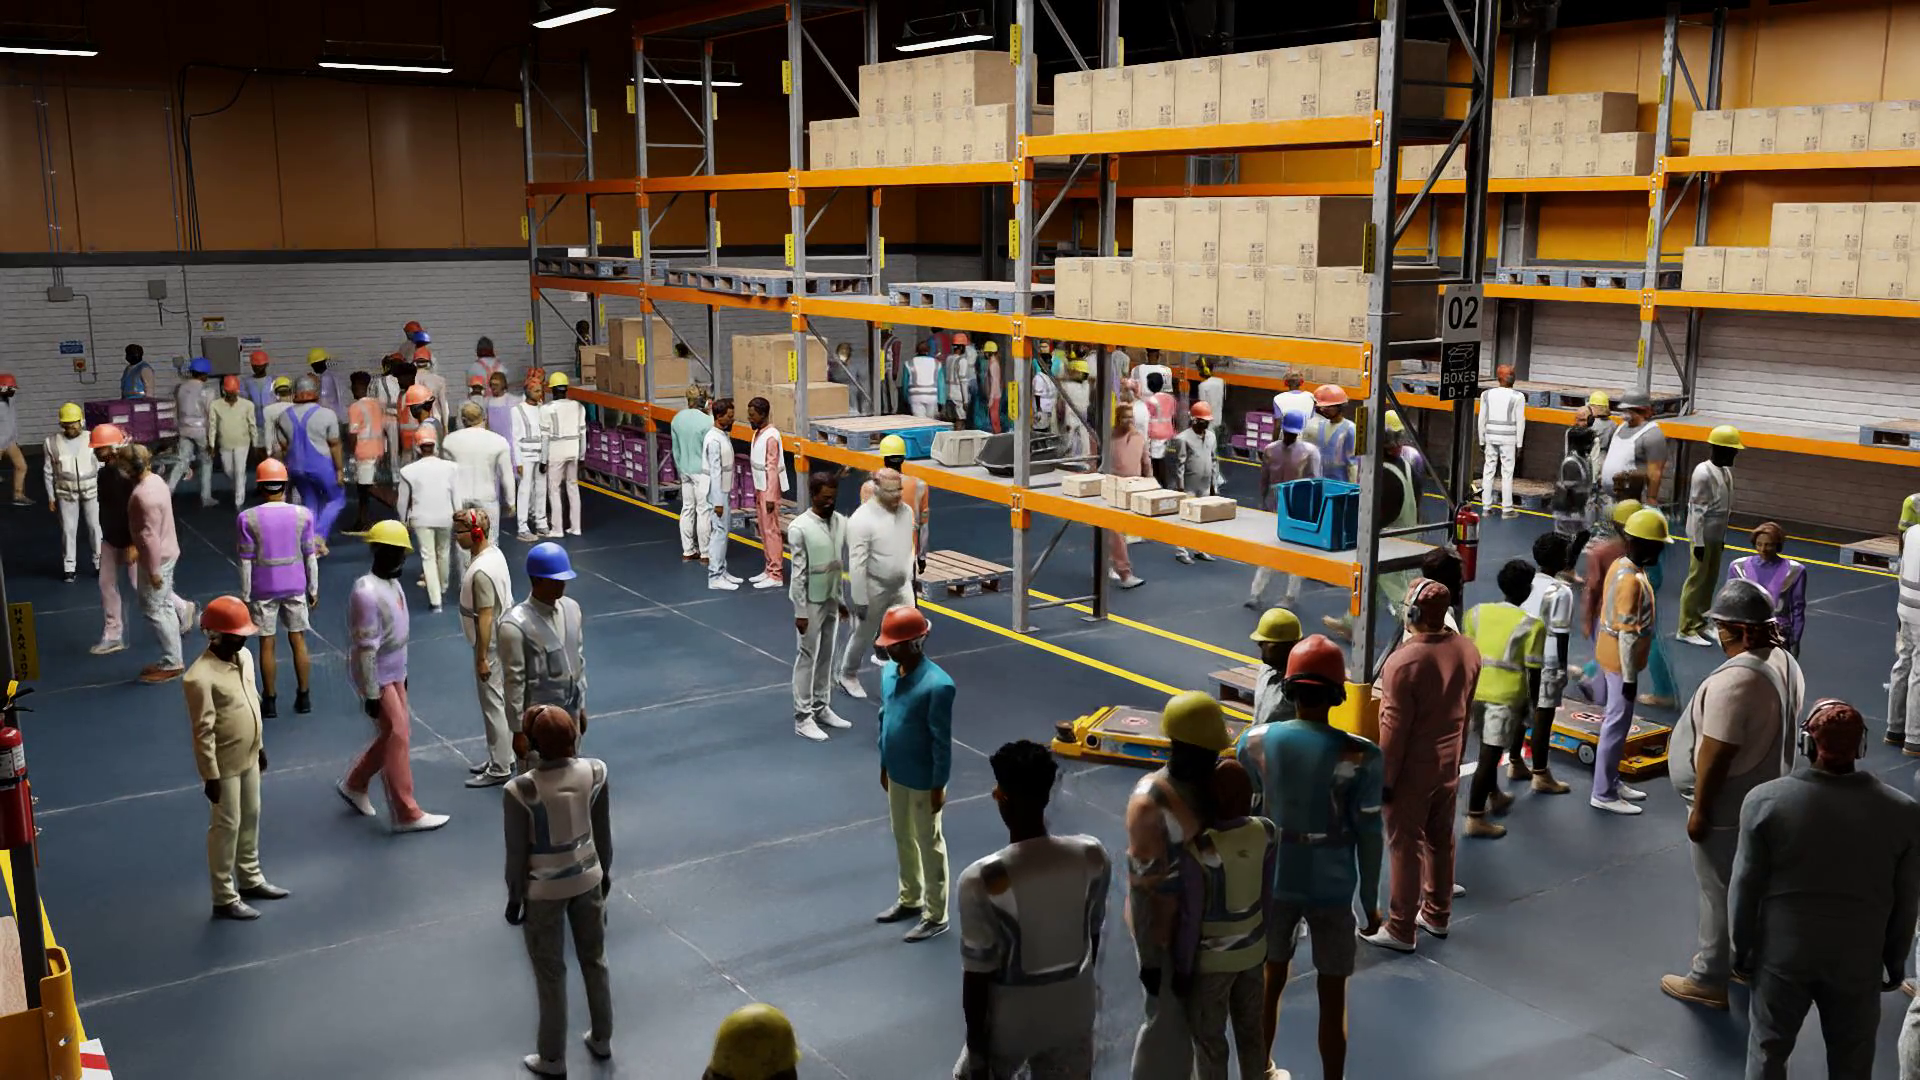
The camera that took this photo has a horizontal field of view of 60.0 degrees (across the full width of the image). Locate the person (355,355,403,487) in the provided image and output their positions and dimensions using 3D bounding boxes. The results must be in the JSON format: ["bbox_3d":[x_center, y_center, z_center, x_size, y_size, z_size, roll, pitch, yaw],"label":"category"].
[{"bbox_3d":[-7.858,-1.609,22.651,0.853,1.826,0.516,-3,11,-15],"label":"person"}]

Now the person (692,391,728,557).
[{"bbox_3d":[-2.767,-0.712,18.030,0.560,1.836,0.389,-5,12,-26],"label":"person"}]

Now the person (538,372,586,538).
[{"bbox_3d":[-4.585,-0.974,19.179,0.397,1.909,0.605,10,15,41],"label":"person"}]

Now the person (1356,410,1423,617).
[{"bbox_3d":[3.956,-0.243,15.386,0.588,1.928,0.383,2,11,11],"label":"person"}]

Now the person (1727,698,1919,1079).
[{"bbox_3d":[3.275,1.537,6.363,0.648,1.900,0.400,4,12,20],"label":"person"}]

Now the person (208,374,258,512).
[{"bbox_3d":[-9.194,-1.252,21.065,0.572,1.728,0.737,-3,11,-15],"label":"person"}]

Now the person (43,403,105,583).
[{"bbox_3d":[-8.929,-0.481,16.851,0.600,1.829,0.404,-6,13,-29],"label":"person"}]

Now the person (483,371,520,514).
[{"bbox_3d":[-5.629,-1.210,20.634,0.522,1.819,0.769,3,11,14],"label":"person"}]

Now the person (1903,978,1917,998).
[{"bbox_3d":[4.749,1.211,7.789,0.608,1.987,0.392,-9,14,-38],"label":"person"}]

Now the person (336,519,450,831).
[{"bbox_3d":[-3.514,0.815,10.108,0.716,1.891,0.627,-1,11,-3],"label":"person"}]

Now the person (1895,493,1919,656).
[{"bbox_3d":[8.151,0.158,13.951,0.546,1.688,0.322,3,12,17],"label":"person"}]

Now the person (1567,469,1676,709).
[{"bbox_3d":[5.107,0.354,12.694,0.944,1.785,0.522,11,15,43],"label":"person"}]

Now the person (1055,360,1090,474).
[{"bbox_3d":[1.577,-1.691,23.373,0.482,1.710,0.803,-10,15,-41],"label":"person"}]

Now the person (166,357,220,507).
[{"bbox_3d":[-9.727,-1.340,21.047,0.630,1.916,0.787,2,11,12],"label":"person"}]

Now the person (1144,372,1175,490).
[{"bbox_3d":[2.553,-1.356,21.700,0.534,1.672,0.539,9,14,38],"label":"person"}]

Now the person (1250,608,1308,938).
[{"bbox_3d":[1.625,1.196,8.506,0.313,1.740,0.486,-4,12,-18],"label":"person"}]

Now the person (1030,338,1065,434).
[{"bbox_3d":[1.336,-2.175,25.481,0.567,1.845,0.386,7,13,34],"label":"person"}]

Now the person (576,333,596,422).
[{"bbox_3d":[-5.940,-2.369,26.488,0.346,1.843,0.507,-10,15,-43],"label":"person"}]

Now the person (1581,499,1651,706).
[{"bbox_3d":[4.641,0.533,11.884,0.536,1.744,0.577,-3,12,-17],"label":"person"}]

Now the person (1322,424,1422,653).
[{"bbox_3d":[3.555,-0.046,14.087,1.067,2.000,0.692,10,15,41],"label":"person"}]

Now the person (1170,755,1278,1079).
[{"bbox_3d":[1.028,1.638,6.506,0.523,1.636,0.310,-8,14,-36],"label":"person"}]

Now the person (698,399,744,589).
[{"bbox_3d":[-2.387,-0.454,16.532,0.409,1.907,0.598,0,11,-2],"label":"person"}]

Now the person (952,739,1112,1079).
[{"bbox_3d":[0.207,1.620,5.834,0.611,1.934,0.829,-5,12,-24],"label":"person"}]

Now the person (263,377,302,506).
[{"bbox_3d":[-8.254,-1.139,20.451,0.536,1.742,0.725,-4,12,-20],"label":"person"}]

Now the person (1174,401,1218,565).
[{"bbox_3d":[2.533,-0.610,17.732,0.566,1.744,0.350,-7,13,-33],"label":"person"}]

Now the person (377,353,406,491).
[{"bbox_3d":[-7.522,-1.586,22.406,0.576,1.877,0.341,-3,12,-16],"label":"person"}]

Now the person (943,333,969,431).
[{"bbox_3d":[-0.027,-2.176,25.275,0.387,1.930,0.544,-7,13,-33],"label":"person"}]

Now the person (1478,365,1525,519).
[{"bbox_3d":[6.642,-1.203,20.417,0.575,1.882,0.360,10,15,41],"label":"person"}]

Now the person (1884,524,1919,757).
[{"bbox_3d":[6.655,0.547,11.447,0.354,1.887,0.573,1,11,6],"label":"person"}]

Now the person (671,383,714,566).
[{"bbox_3d":[-2.785,-0.693,17.663,0.628,1.940,0.373,9,14,38],"label":"person"}]

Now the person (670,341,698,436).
[{"bbox_3d":[-4.182,-2.081,25.064,0.560,1.818,0.959,-8,14,-35],"label":"person"}]

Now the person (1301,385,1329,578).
[{"bbox_3d":[3.686,-0.600,17.070,0.408,1.986,0.615,3,11,13],"label":"person"}]

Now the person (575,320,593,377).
[{"bbox_3d":[-6.380,-2.799,28.457,0.367,1.934,0.627,3,11,16],"label":"person"}]

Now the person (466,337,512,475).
[{"bbox_3d":[-6.753,-1.949,23.828,0.697,2.000,0.988,-8,14,-37],"label":"person"}]

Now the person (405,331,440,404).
[{"bbox_3d":[-8.338,-2.259,25.731,0.631,1.914,0.591,7,13,31],"label":"person"}]

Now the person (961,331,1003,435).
[{"bbox_3d":[0.287,-2.666,27.935,0.603,1.872,0.944,-10,15,-42],"label":"person"}]

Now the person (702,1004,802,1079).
[{"bbox_3d":[-0.531,2.023,4.295,0.489,1.731,0.325,6,12,27],"label":"person"}]

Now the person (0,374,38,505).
[{"bbox_3d":[-12.109,-1.239,21.030,0.593,1.713,0.609,0,11,-2],"label":"person"}]

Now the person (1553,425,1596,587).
[{"bbox_3d":[6.054,-0.325,16.476,0.463,1.656,0.564,9,14,38],"label":"person"}]

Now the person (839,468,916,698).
[{"bbox_3d":[-0.594,0.357,12.536,0.658,1.855,1.005,-10,15,-42],"label":"person"}]

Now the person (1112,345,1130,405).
[{"bbox_3d":[2.521,-2.360,26.463,0.353,1.837,0.511,-8,14,-35],"label":"person"}]

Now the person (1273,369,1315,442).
[{"bbox_3d":[4.078,-1.169,20.350,0.564,1.840,0.396,-3,11,-16],"label":"person"}]

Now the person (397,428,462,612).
[{"bbox_3d":[-5.039,-0.215,15.792,0.575,1.704,0.803,-6,13,-28],"label":"person"}]

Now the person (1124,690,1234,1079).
[{"bbox_3d":[0.859,1.499,6.512,0.417,1.913,0.603,8,14,37],"label":"person"}]

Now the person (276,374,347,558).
[{"bbox_3d":[-6.949,-0.799,17.941,0.706,2.000,0.558,2,11,10],"label":"person"}]

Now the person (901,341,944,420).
[{"bbox_3d":[-0.601,-2.127,25.354,0.615,1.792,0.909,-4,12,-17],"label":"person"}]

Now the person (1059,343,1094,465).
[{"bbox_3d":[1.824,-2.004,24.656,0.641,1.841,0.547,4,12,20],"label":"person"}]

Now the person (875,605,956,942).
[{"bbox_3d":[-0.260,1.184,8.575,0.352,1.738,0.573,-8,14,-37],"label":"person"}]

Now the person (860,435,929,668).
[{"bbox_3d":[-0.549,0.093,13.703,0.583,1.918,0.405,-4,12,-21],"label":"person"}]
